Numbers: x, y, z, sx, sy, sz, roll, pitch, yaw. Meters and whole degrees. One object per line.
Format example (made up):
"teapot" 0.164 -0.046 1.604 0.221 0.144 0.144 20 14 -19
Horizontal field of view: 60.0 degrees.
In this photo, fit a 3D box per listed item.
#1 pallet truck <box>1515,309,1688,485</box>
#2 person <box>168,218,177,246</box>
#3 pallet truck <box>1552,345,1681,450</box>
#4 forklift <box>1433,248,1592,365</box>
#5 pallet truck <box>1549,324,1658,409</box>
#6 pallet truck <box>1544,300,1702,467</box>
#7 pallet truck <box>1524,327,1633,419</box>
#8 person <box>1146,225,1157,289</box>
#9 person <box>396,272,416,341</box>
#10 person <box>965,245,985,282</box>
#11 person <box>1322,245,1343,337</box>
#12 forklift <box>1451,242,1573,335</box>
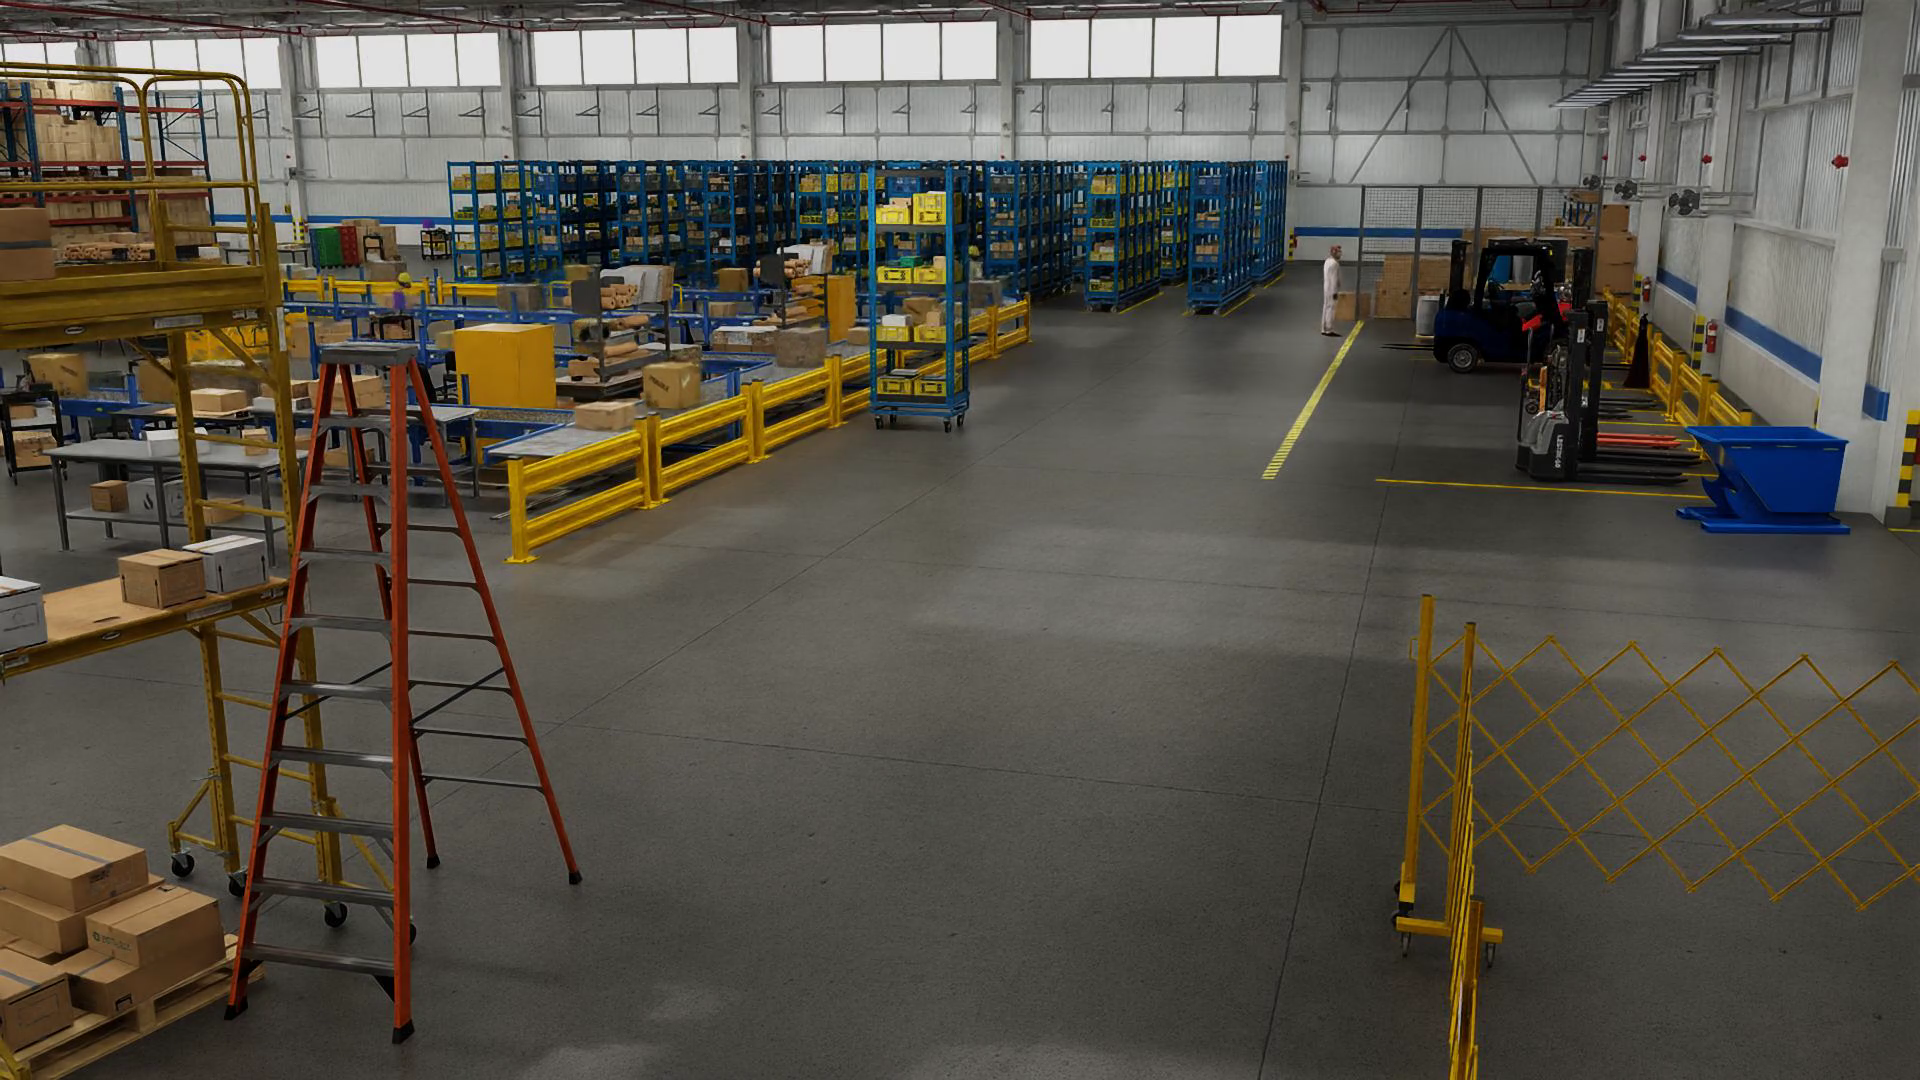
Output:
"pallet truck" 7.554 -1.677 19.446 1.885 1.965 0.823 3 13 14
"person" -24.147 -8.848 50.561 0.626 1.945 1.005 1 13 5
"pallet truck" 8.641 -1.896 21.908 1.630 1.274 0.653 4 14 16
"forklift" 9.780 -4.111 29.280 2.680 1.987 1.157 3 13 14
"pallet truck" 9.824 -2.669 25.407 1.601 1.201 0.680 4 14 16
"pallet truck" 8.263 -1.952 20.631 1.885 1.965 0.823 5 14 20
"pallet truck" 9.065 -2.460 24.370 1.522 1.261 0.704 3 13 14
"person" 5.334 -7.918 46.751 0.388 1.837 0.563 -7 15 -26
"person" -9.796 -3.854 29.384 0.379 1.739 0.549 -4 14 -18
"person" 0.319 -5.633 36.938 0.428 1.803 0.626 7 15 27
"person" 7.874 -5.252 35.094 0.399 1.905 0.643 0 13 -1
"forklift" 10.464 -4.597 31.405 2.680 1.987 1.157 4 14 16
